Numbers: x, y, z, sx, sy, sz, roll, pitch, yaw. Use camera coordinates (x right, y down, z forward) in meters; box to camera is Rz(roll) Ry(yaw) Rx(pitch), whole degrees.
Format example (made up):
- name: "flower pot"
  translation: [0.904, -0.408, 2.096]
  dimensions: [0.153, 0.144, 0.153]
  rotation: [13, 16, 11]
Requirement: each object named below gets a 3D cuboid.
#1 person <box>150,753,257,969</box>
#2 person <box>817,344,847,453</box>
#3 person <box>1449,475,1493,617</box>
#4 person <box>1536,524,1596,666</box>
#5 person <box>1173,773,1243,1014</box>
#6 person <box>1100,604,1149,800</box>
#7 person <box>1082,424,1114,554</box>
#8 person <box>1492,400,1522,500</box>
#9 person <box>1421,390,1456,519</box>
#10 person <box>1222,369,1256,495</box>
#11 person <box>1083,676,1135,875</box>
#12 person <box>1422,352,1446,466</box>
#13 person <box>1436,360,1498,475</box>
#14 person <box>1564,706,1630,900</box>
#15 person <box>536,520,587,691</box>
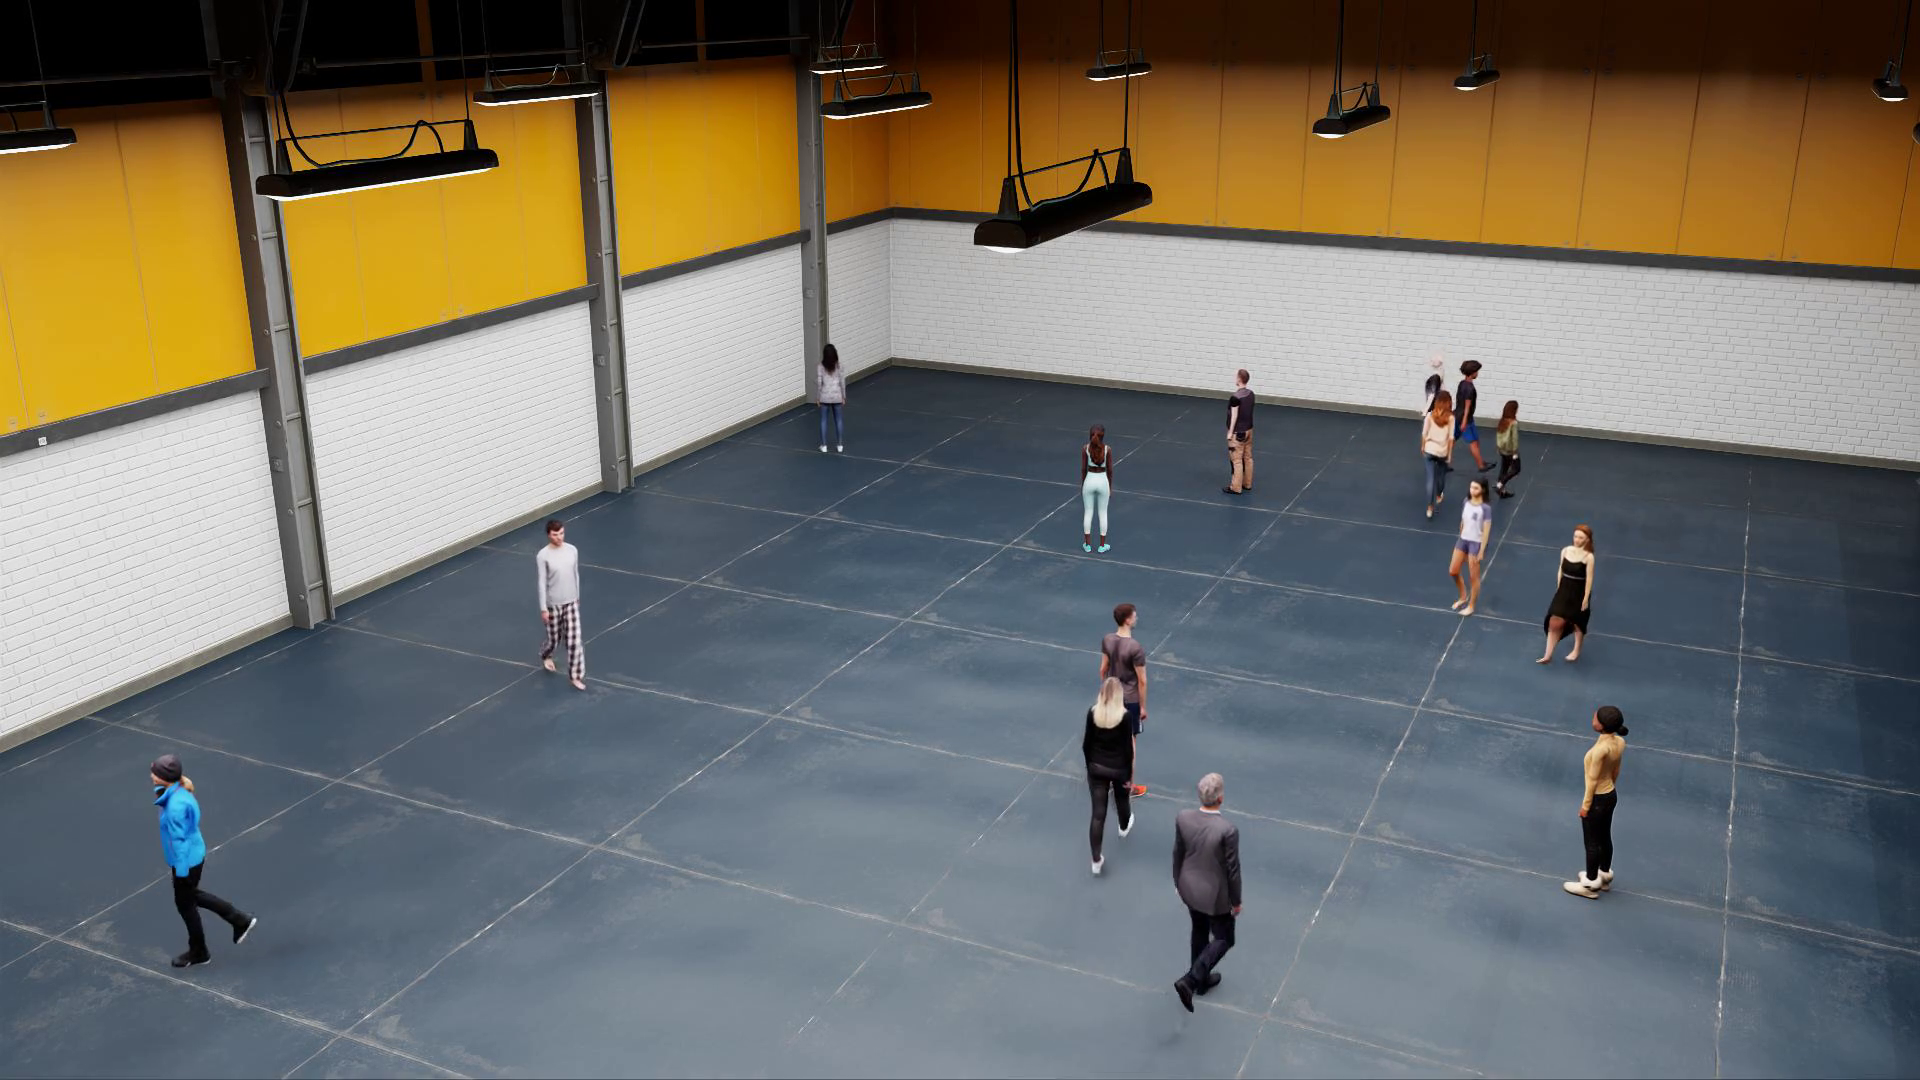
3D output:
- name: "person"
  translation: [-5.711, 2.409, 12.506]
  dimensions: [0.965, 1.784, 0.928]
  rotation: [-5, 19, -13]
- name: "person"
  translation: [-2.060, -2.269, 26.479]
  dimensions: [0.685, 1.731, 0.709]
  rotation: [-3, 19, -9]
- name: "person"
  translation: [6.101, 0.053, 19.600]
  dimensions: [0.731, 1.721, 0.708]
  rotation: [-12, 22, -31]
- name: "person"
  translation: [6.759, 0.592, 18.197]
  dimensions: [1.063, 1.595, 0.826]
  rotation: [-16, 24, -40]
- name: "person"
  translation: [1.756, 2.562, 11.995]
  dimensions: [0.908, 1.820, 1.066]
  rotation: [17, 25, 41]
- name: "person"
  translation: [1.479, 1.467, 15.195]
  dimensions: [0.715, 1.853, 0.664]
  rotation: [16, 25, 40]
- name: "person"
  translation: [1.786, -0.688, 21.793]
  dimensions: [0.614, 1.725, 0.609]
  rotation: [3, 19, 9]
- name: "person"
  translation: [7.851, -1.289, 23.975]
  dimensions: [0.801, 1.473, 0.736]
  rotation: [-4, 19, -13]
- name: "person"
  translation: [6.628, -1.162, 23.181]
  dimensions: [0.702, 1.739, 1.149]
  rotation: [6, 19, 16]
- name: "person"
  translation: [4.114, -1.598, 24.315]
  dimensions: [0.817, 1.841, 0.650]
  rotation: [17, 25, 41]
- name: "person"
  translation: [1.221, 2.005, 13.929]
  dimensions: [0.713, 1.642, 1.142]
  rotation: [6, 20, 17]
- name: "person"
  translation: [7.336, -2.047, 25.698]
  dimensions: [0.851, 1.808, 0.525]
  rotation: [16, 24, 40]
- name: "person"
  translation: [7.499, -1.806, 25.094]
  dimensions: [1.095, 1.737, 1.166]
  rotation: [-2, 19, -7]
- name: "person"
  translation: [5.231, 2.119, 13.565]
  dimensions: [0.594, 1.658, 0.712]
  rotation: [-16, 24, -40]
- name: "person"
  translation: [-4.293, 0.651, 17.687]
  dimensions: [1.164, 1.808, 1.057]
  rotation: [-12, 22, -32]
